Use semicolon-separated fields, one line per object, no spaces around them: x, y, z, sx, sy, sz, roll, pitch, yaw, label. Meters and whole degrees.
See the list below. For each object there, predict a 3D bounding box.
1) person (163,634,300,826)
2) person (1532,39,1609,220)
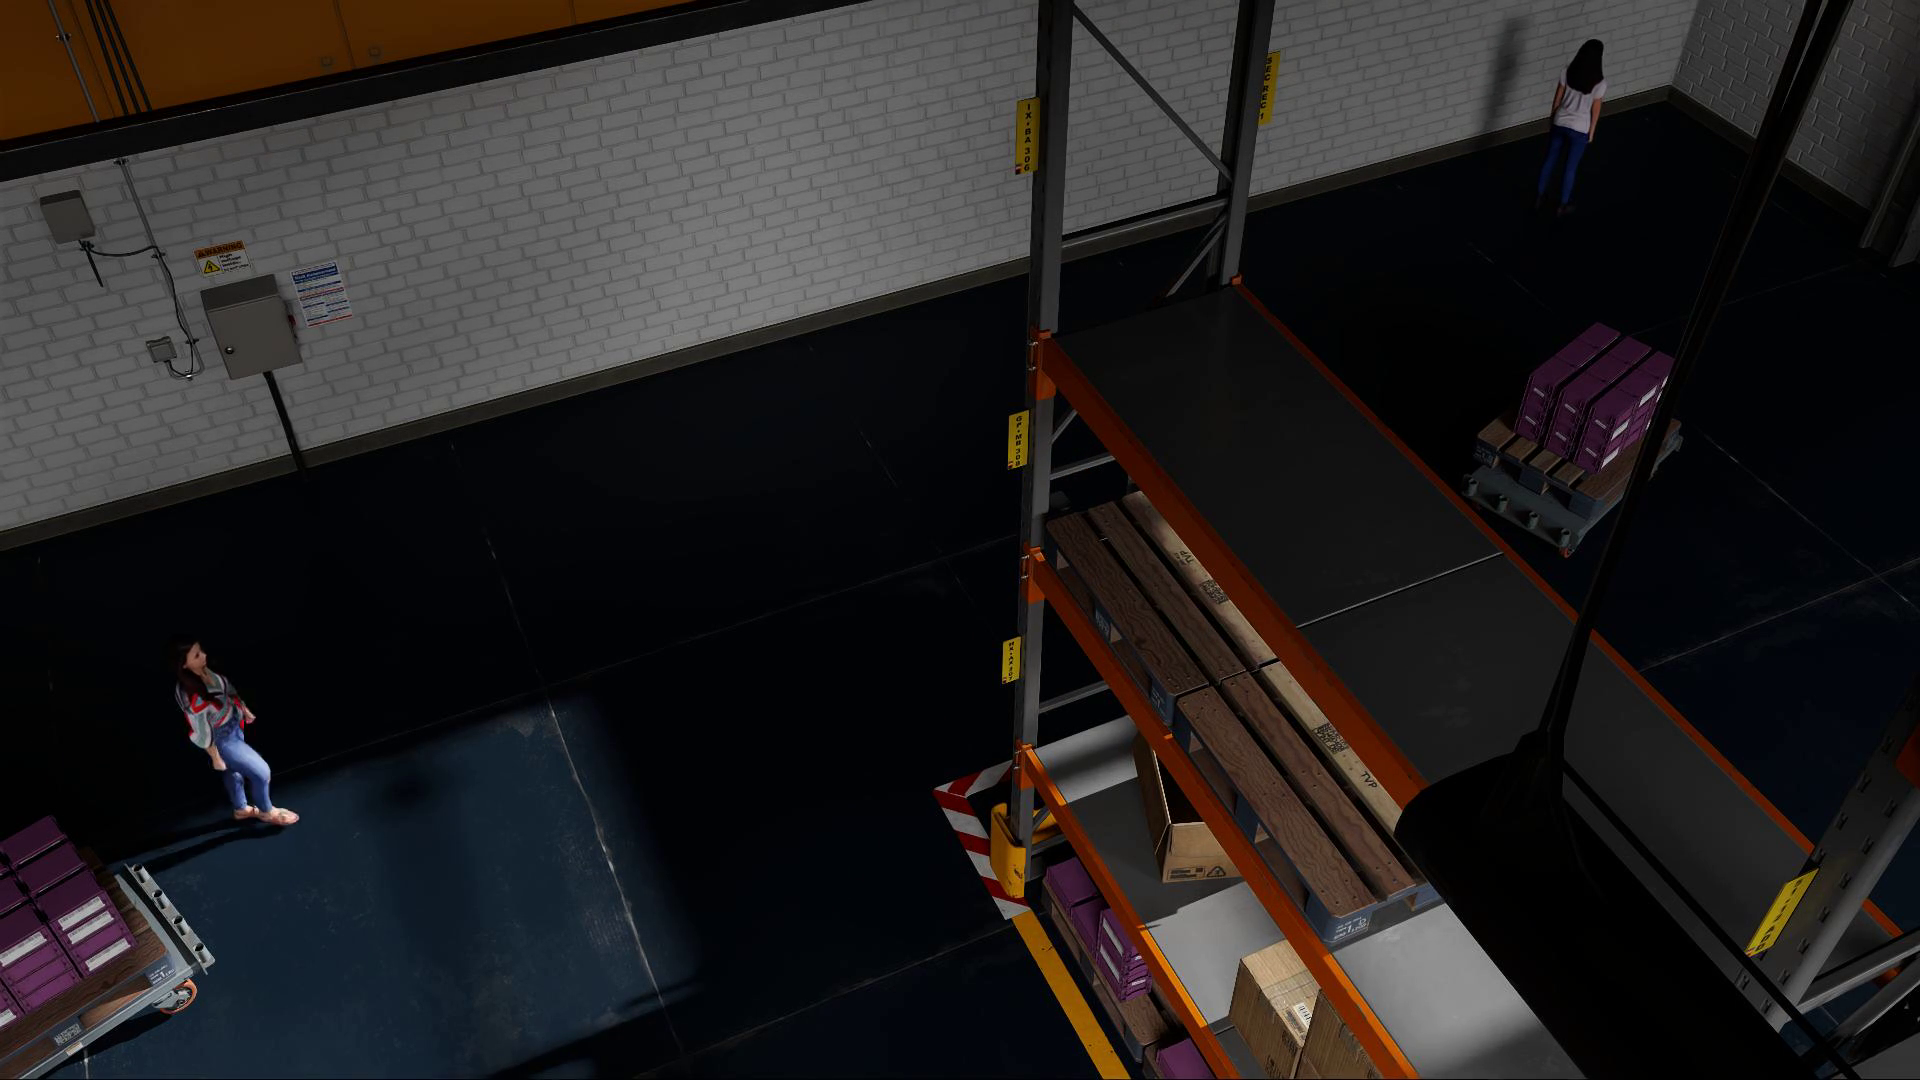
-4.445;1.151;9.832;0.757;1.606;0.662;-6;44;-6;person
5.438;-3.656;14.821;0.718;1.685;0.575;-34;53;-30;person
